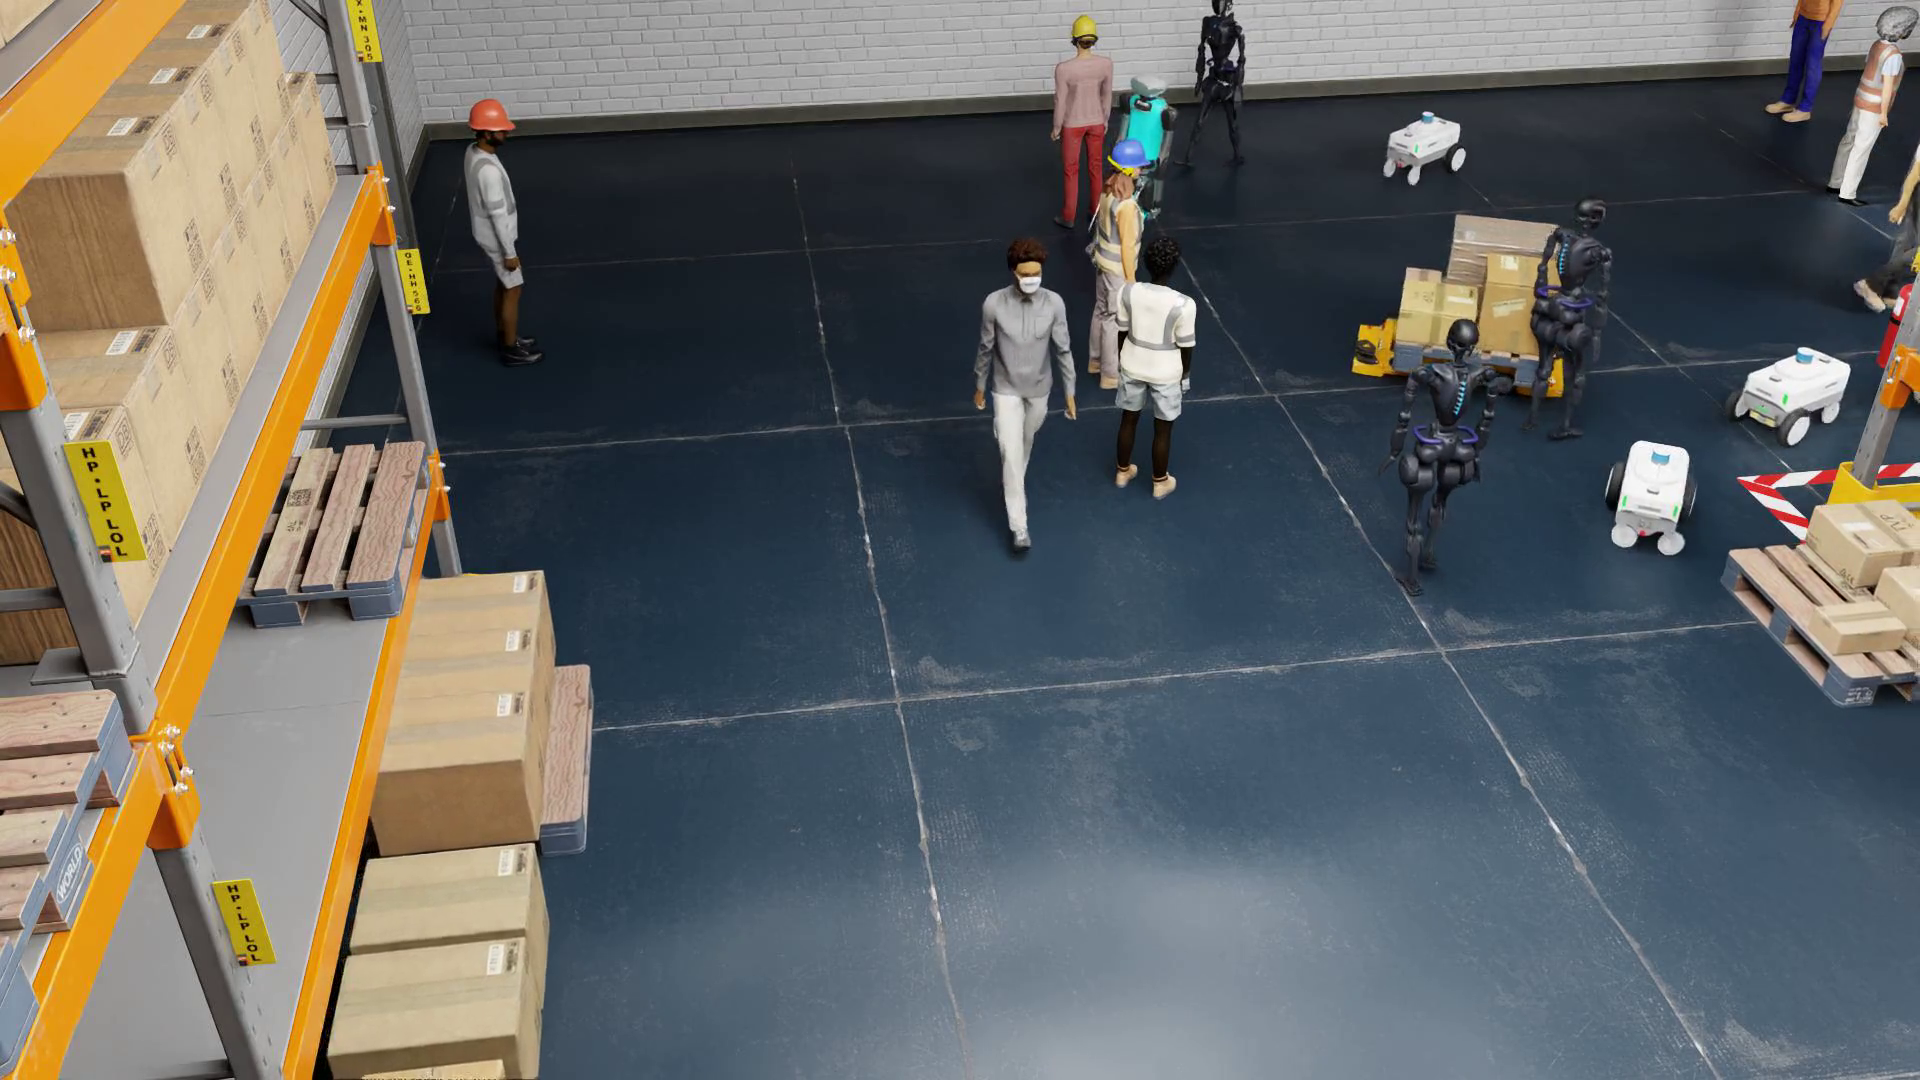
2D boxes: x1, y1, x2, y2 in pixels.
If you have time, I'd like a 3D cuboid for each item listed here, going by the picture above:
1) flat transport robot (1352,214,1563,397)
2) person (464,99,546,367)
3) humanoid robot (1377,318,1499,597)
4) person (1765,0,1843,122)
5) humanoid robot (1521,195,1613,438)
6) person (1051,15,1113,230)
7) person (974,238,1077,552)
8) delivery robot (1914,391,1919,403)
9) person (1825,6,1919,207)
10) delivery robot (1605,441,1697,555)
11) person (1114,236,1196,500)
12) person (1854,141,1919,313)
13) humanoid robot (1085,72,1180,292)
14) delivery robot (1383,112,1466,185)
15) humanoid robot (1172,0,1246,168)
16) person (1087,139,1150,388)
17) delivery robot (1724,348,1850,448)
[{"bbox_3d":[3.562,-1.322,11.878,1.431,0.231,0.659,9,34,13],"label":"flat transport robot"},{"bbox_3d":[-3.190,-2.126,11.602,0.386,1.923,0.546,-14,36,-21],"label":"person"},{"bbox_3d":[2.656,-0.481,9.306,0.587,1.649,0.458,-3,33,-5],"label":"humanoid robot"},{"bbox_3d":[8.243,-5.056,16.049,0.401,1.973,0.515,-9,34,-13],"label":"person"},{"bbox_3d":[3.942,-1.451,10.790,0.371,1.653,0.616,-18,37,-25],"label":"humanoid robot"},{"bbox_3d":[1.001,-3.443,13.758,0.522,1.768,0.311,-12,35,-17],"label":"person"},{"bbox_3d":[0.395,-0.867,9.734,0.574,1.843,0.986,-6,34,-8],"label":"person"},{"bbox_3d":[6.964,-1.105,11.279,0.785,0.589,0.499,-2,33,-2],"label":"delivery robot"},{"bbox_3d":[7.816,-3.718,14.246,0.305,1.688,0.456,1,33,1],"label":"person"},{"bbox_3d":[4.180,-0.291,10.027,0.514,0.585,0.732,14,36,20],"label":"delivery robot"},{"bbox_3d":[1.175,-1.038,10.143,0.532,1.691,0.319,18,37,26],"label":"person"},{"bbox_3d":[7.148,-2.511,12.282,0.442,1.828,0.481,18,37,26],"label":"person"},{"bbox_3d":[1.202,-2.538,12.455,0.700,1.824,0.563,-27,42,-35],"label":"humanoid robot"},{"bbox_3d":[4.211,-3.571,15.081,0.812,0.614,0.499,-26,41,-34],"label":"delivery robot"},{"bbox_3d":[2.319,-4.102,14.883,0.756,1.624,0.588,-24,40,-32],"label":"humanoid robot"},{"bbox_3d":[1.090,-1.879,11.361,0.323,1.771,0.472,-8,34,-12],"label":"person"},{"bbox_3d":[5.563,-0.989,11.115,0.808,0.604,0.499,-18,37,-26],"label":"delivery robot"}]
